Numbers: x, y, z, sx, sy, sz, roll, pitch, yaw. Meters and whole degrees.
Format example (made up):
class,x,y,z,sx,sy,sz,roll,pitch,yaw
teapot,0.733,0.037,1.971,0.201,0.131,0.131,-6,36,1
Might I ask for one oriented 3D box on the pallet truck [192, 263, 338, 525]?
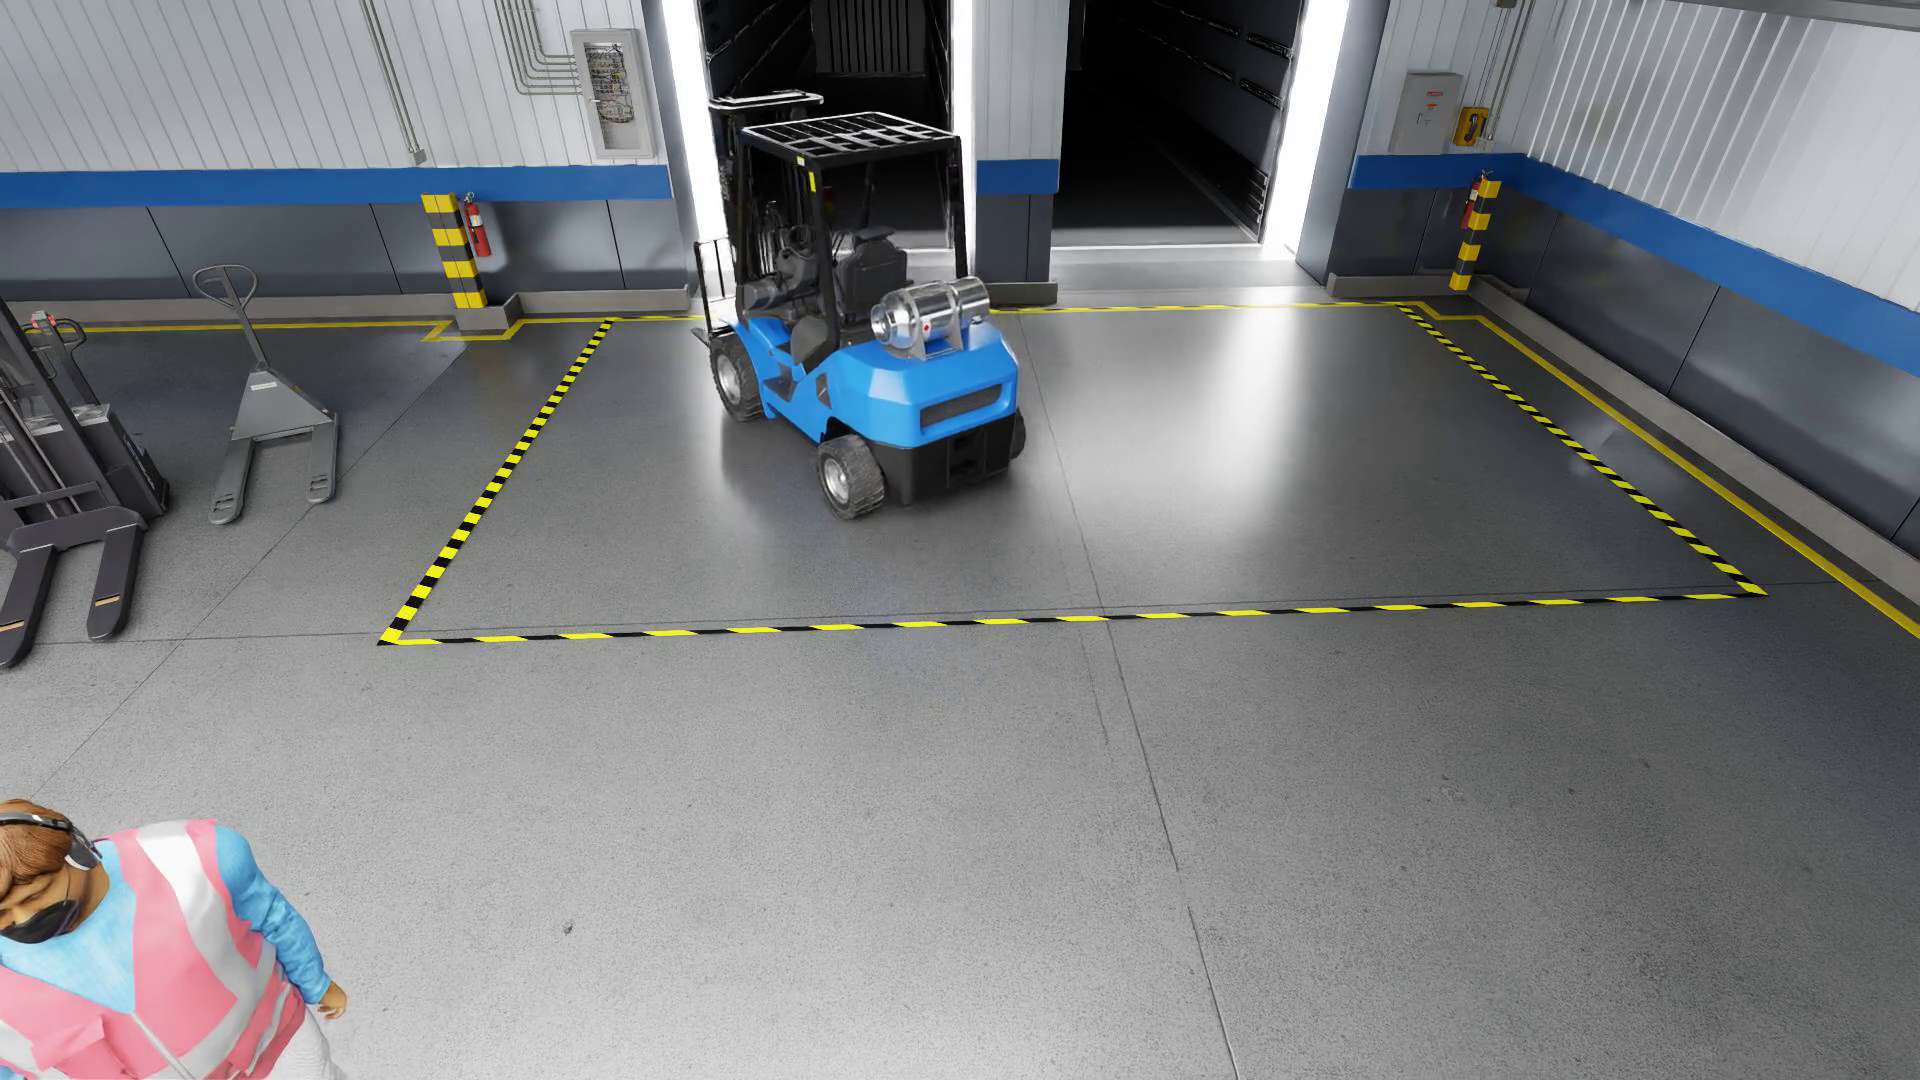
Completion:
class,x,y,z,sx,sy,sz,roll,pitch,yaw
pallet truck,-4.778,-1.027,6.128,0.680,1.201,1.601,-17,38,-23

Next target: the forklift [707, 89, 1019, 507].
class,x,y,z,sx,sy,sz,roll,pitch,yaw
forklift,-0.746,-1.728,6.160,1.157,2.036,2.680,-22,41,-29

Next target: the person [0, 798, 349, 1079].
class,x,y,z,sx,sy,sz,roll,pitch,yaw
person,-1.884,1.290,2.273,0.429,1.840,0.632,26,43,33

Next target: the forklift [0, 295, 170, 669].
class,x,y,z,sx,sy,sz,roll,pitch,yaw
forklift,-5.212,-0.618,4.878,0.823,1.965,1.885,-20,39,-26
